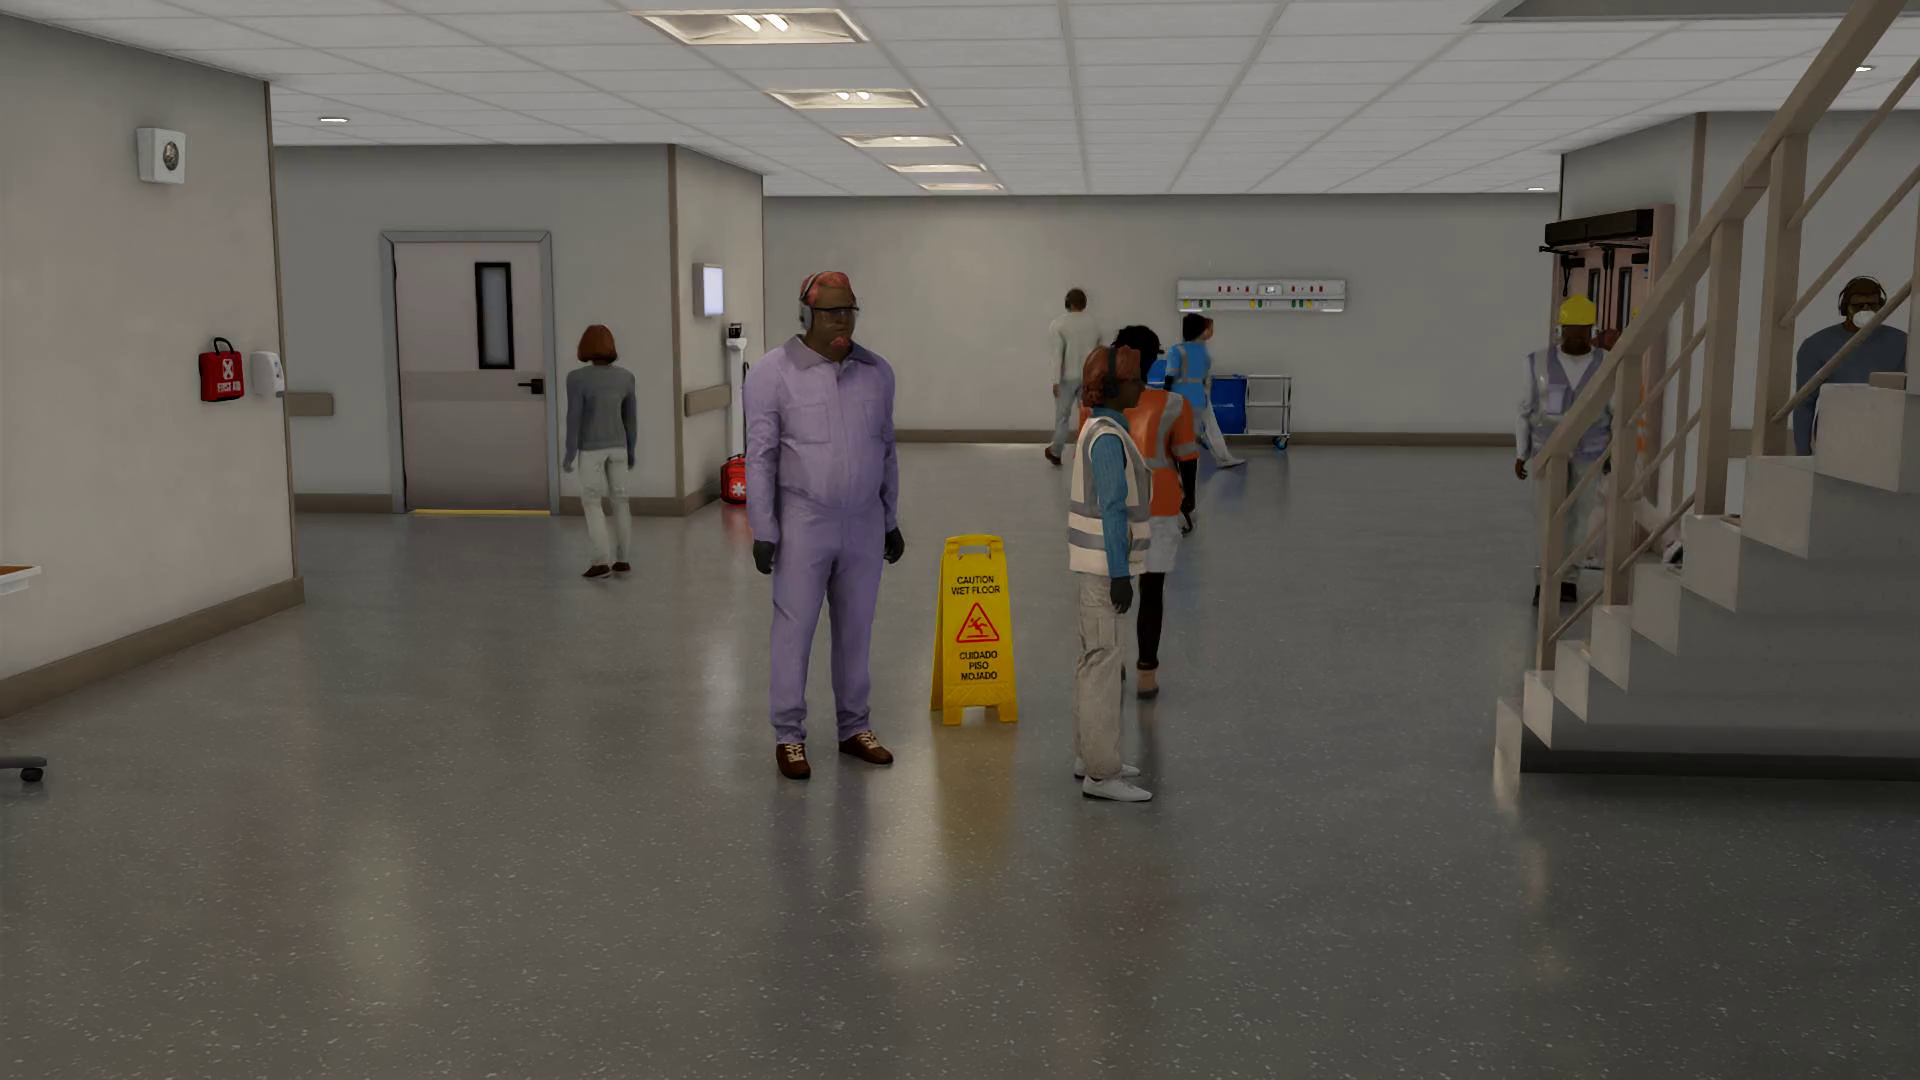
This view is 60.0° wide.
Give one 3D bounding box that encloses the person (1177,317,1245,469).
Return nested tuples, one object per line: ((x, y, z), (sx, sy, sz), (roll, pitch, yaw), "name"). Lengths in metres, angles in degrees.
((2.500, -1.518, 17.309), (0.888, 1.588, 0.545), (3, 9, 18), "person")

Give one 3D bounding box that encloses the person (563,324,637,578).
((-2.303, -0.563, 10.717), (0.507, 1.641, 0.322), (-8, 11, -43), "person")

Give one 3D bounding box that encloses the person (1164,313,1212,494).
((2.044, -1.224, 15.113), (0.607, 1.667, 0.351), (-7, 11, -38), "person")

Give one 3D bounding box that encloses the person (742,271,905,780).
((-0.494, -0.060, 6.332), (0.655, 1.904, 0.407), (-5, 10, -33), "person")

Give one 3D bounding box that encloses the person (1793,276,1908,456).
((5.087, -0.533, 9.488), (0.641, 1.927, 0.386), (1, 8, 10), "person")

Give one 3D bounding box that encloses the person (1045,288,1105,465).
((1.209, -1.695, 17.495), (0.652, 1.884, 1.010), (-3, 9, -19), "person")

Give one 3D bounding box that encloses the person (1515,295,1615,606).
((3.541, -0.501, 9.629), (0.621, 1.809, 0.732), (3, 9, 17), "person")

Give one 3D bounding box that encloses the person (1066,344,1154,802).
((0.540, 0.115, 6.036), (0.307, 1.641, 0.514), (0, 8, -1), "person")

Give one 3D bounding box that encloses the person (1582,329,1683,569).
((4.383, -0.576, 10.868), (0.535, 1.606, 0.724), (-7, 11, -40), "person")

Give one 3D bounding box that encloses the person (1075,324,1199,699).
((0.808, -0.137, 7.574), (0.555, 1.677, 0.489), (2, 9, 11), "person")
